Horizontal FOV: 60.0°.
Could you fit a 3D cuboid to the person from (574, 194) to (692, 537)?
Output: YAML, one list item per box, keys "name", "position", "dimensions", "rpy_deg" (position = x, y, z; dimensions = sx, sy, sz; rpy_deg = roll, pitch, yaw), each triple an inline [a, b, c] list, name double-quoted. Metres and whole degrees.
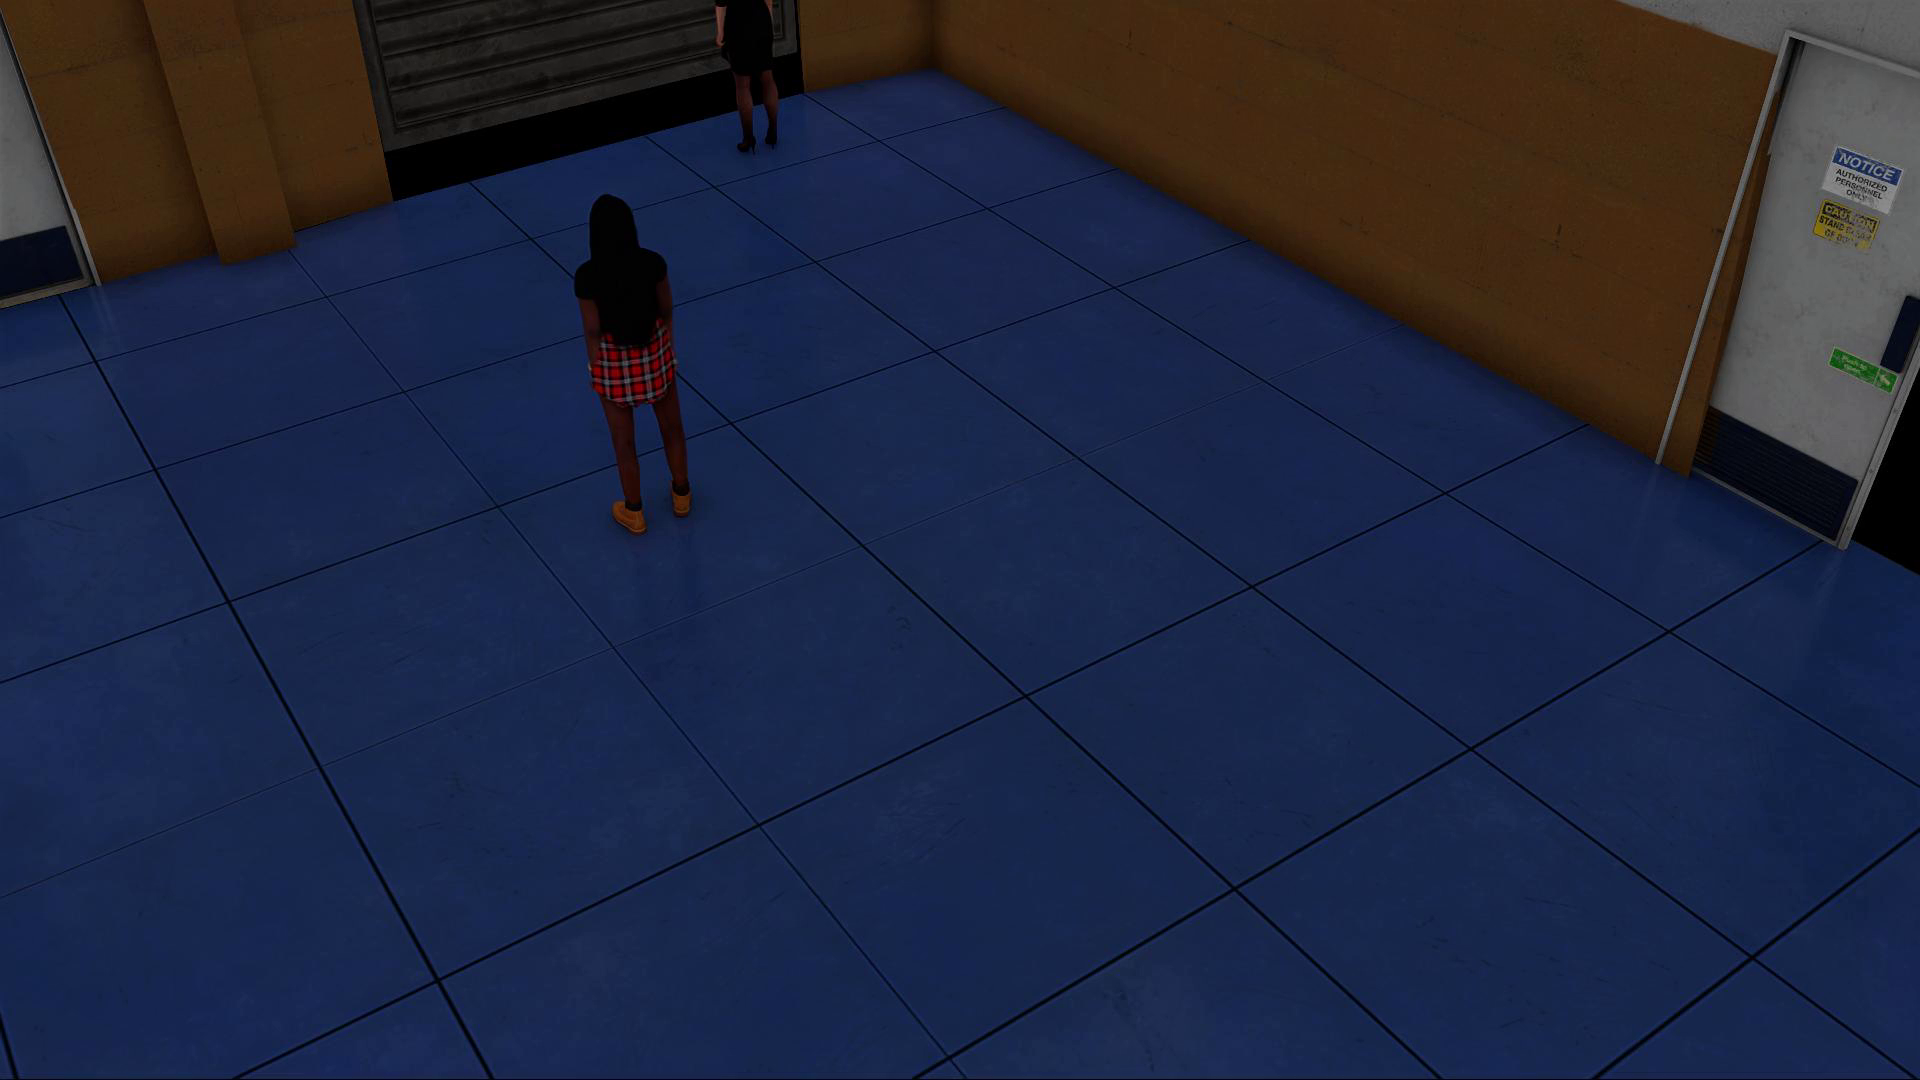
- name: "person"
  position: [-1.527, -0.813, 7.791]
  dimensions: [0.547, 1.728, 0.683]
  rpy_deg: [-19, 41, -24]

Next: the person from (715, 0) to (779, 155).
- name: "person"
  position: [-1.452, -3.477, 11.346]
  dimensions: [0.443, 1.705, 0.654]
  rpy_deg: [-20, 41, -25]
